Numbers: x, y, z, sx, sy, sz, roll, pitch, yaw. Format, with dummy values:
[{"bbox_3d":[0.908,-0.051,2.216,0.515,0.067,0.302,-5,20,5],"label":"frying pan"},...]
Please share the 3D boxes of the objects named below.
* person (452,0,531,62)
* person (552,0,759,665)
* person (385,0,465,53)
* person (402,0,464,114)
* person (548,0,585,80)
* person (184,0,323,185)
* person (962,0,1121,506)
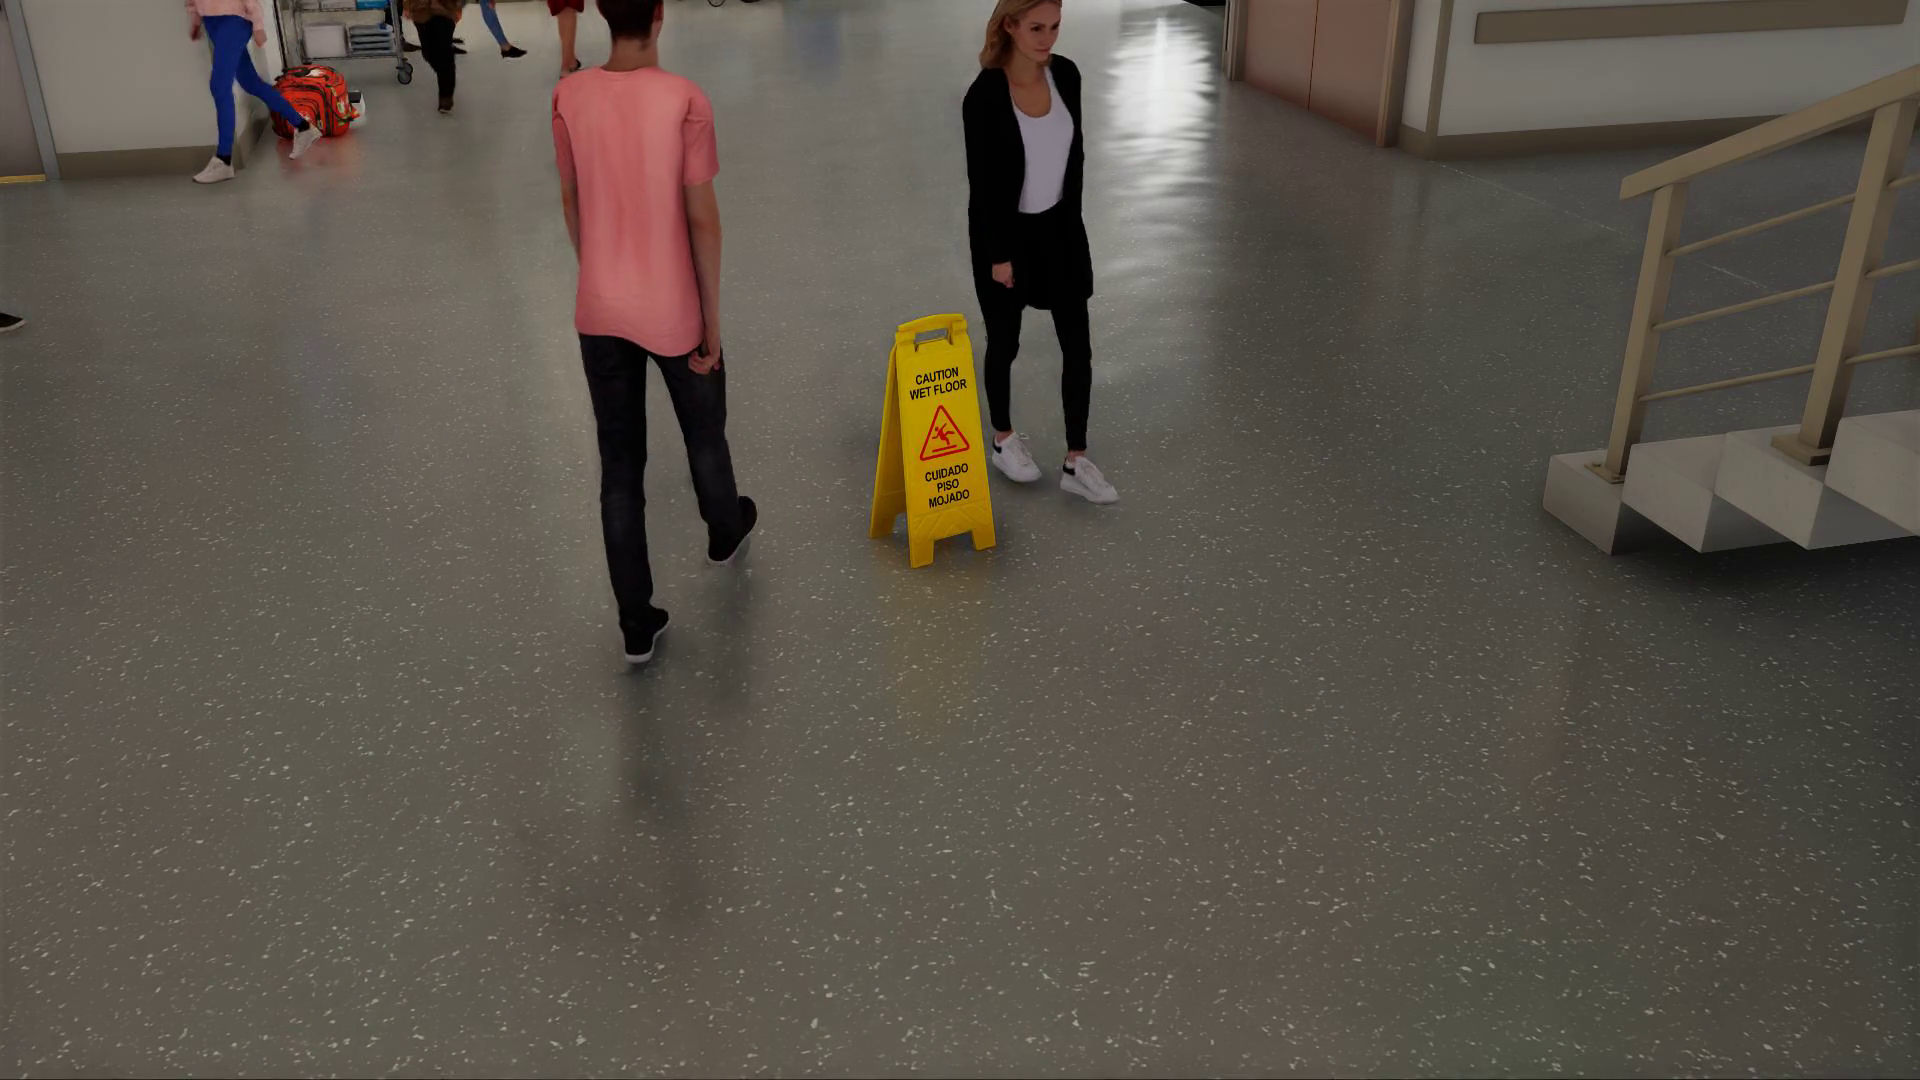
[{"bbox_3d":[-4.058,-4.683,13.406,0.892,1.645,1.053,1,26,3],"label":"person"},{"bbox_3d":[-0.896,-0.567,4.555,0.910,1.919,1.204,2,26,4],"label":"person"},{"bbox_3d":[-4.729,-5.007,13.845,0.892,1.848,0.883,4,26,7],"label":"person"},{"bbox_3d":[-3.724,-3.792,11.809,0.713,1.427,1.017,-1,26,-2],"label":"person"},{"bbox_3d":[-3.035,-4.281,12.709,0.749,1.526,1.026,2,26,3],"label":"person"},{"bbox_3d":[-4.279,-3.053,9.929,1.180,1.729,1.171,17,31,32],"label":"person"},{"bbox_3d":[0.166,-0.998,5.626,0.772,1.765,0.916,-16,30,-30],"label":"person"}]
